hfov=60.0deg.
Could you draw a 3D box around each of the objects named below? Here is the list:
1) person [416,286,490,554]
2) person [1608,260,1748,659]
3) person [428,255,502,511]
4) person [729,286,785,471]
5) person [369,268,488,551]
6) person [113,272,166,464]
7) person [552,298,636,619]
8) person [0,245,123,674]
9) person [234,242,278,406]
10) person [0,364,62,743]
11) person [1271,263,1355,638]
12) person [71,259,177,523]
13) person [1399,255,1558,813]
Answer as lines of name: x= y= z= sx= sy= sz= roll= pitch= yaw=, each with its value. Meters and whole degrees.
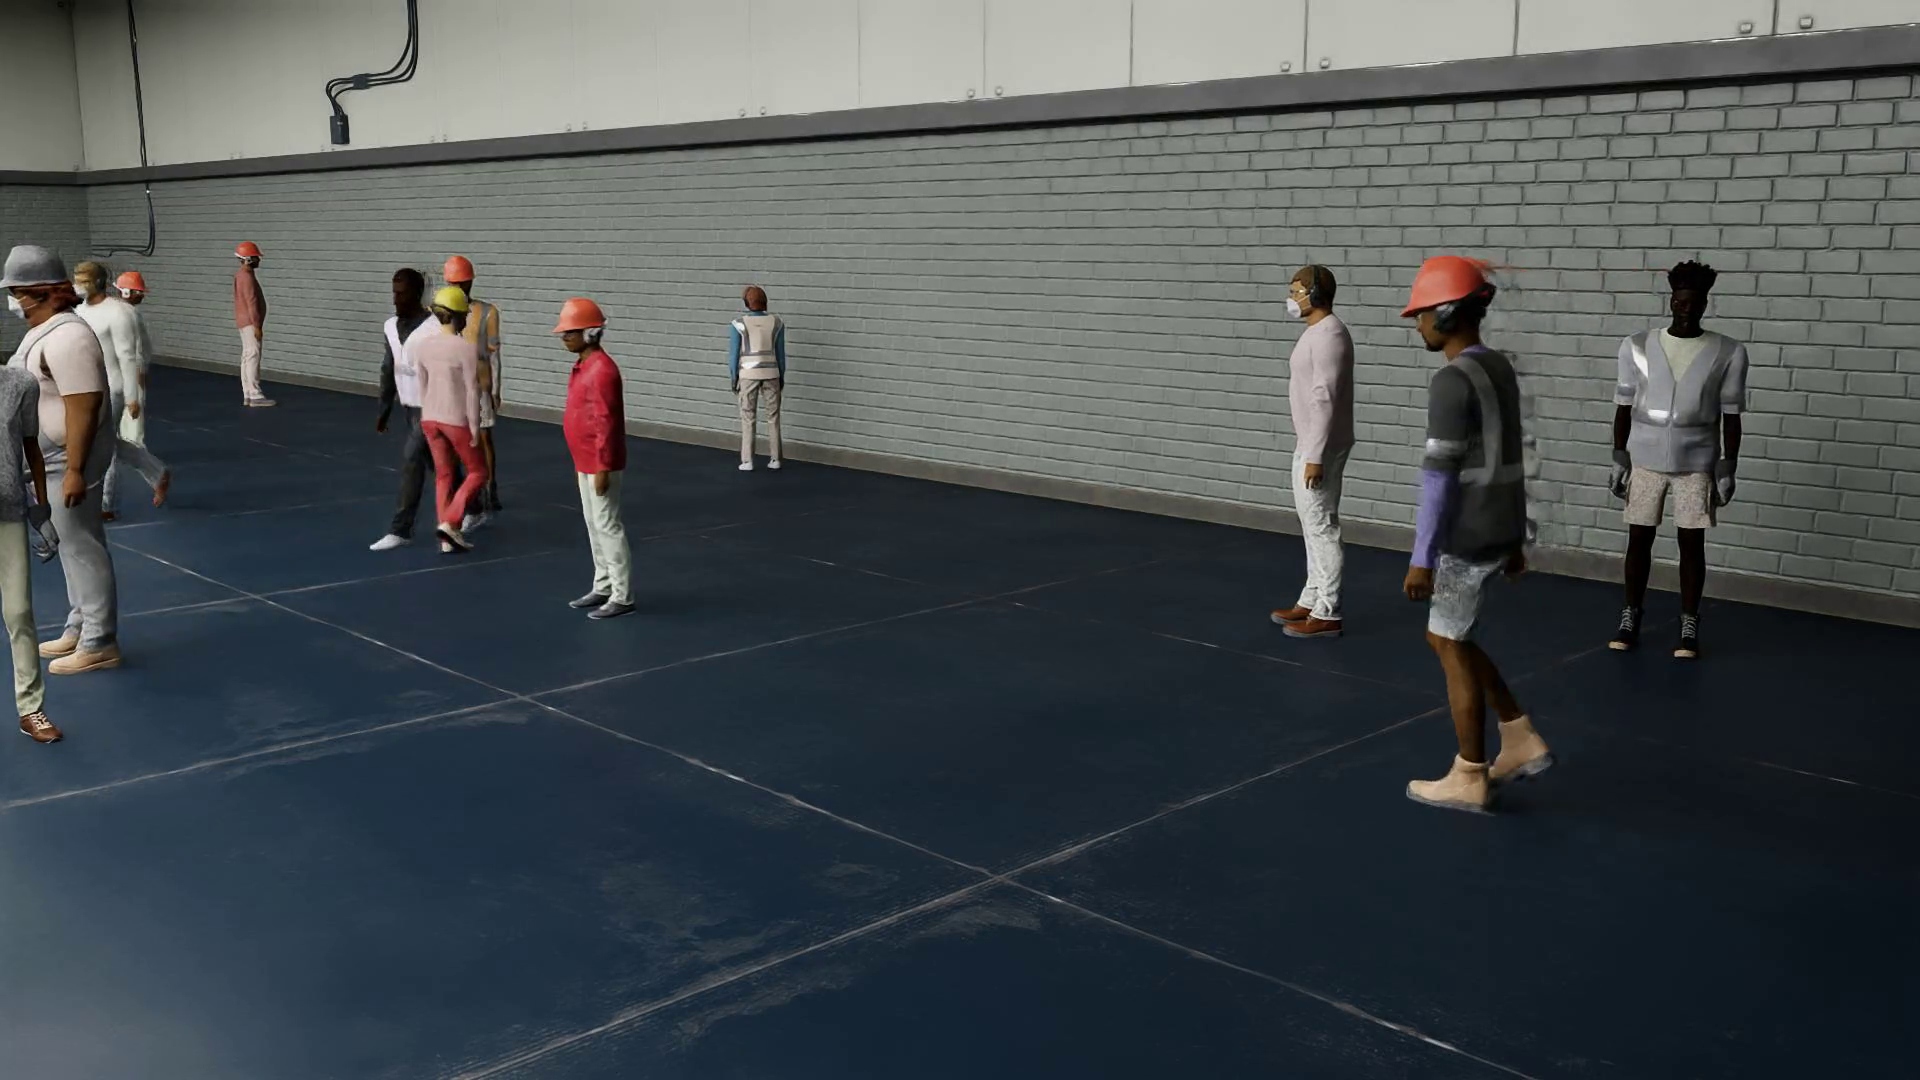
person: x=-3.301 y=-0.761 z=10.801 sx=0.526 sy=1.753 sz=0.395 roll=5 pitch=11 yaw=24
person: x=3.532 y=-0.393 z=8.227 sx=0.602 sy=1.960 sz=0.370 roll=6 pitch=12 yaw=29
person: x=-3.722 y=-1.166 z=12.509 sx=0.542 sy=1.928 sz=0.380 roll=-2 pitch=11 yaw=-11
person: x=-1.786 y=-1.420 z=14.712 sx=0.509 sy=1.630 sz=0.315 roll=-4 pitch=11 yaw=-21
person: x=-3.625 y=-0.905 z=11.303 sx=0.586 sy=1.866 sz=1.016 roll=8 pitch=13 yaw=36
person: x=-7.515 y=-1.562 z=15.162 sx=0.339 sy=1.745 sz=0.561 roll=-8 pitch=13 yaw=-37
person: x=-2.019 y=-0.445 z=9.095 sx=0.360 sy=1.742 sz=0.559 roll=-5 pitch=12 yaw=-27
person: x=-4.332 y=-0.384 z=7.940 sx=0.535 sy=2.000 sz=0.688 roll=-7 pitch=13 yaw=-34
person: x=-8.635 y=-2.628 z=20.296 sx=0.379 sy=1.996 sz=0.611 roll=-7 pitch=13 yaw=-34
person: x=-3.928 y=-0.073 z=6.705 sx=0.521 sy=1.872 sz=0.325 roll=-9 pitch=14 yaw=-40
person: x=1.857 y=-0.462 z=8.668 sx=0.383 sy=1.933 sz=0.633 roll=1 pitch=10 yaw=5
person: x=-6.165 y=-1.091 z=12.164 sx=0.635 sy=1.913 sz=0.834 roll=7 pitch=12 yaw=33
person: x=1.801 y=-0.007 z=5.981 sx=0.525 sy=2.011 sz=0.612 roll=6 pitch=12 yaw=32
